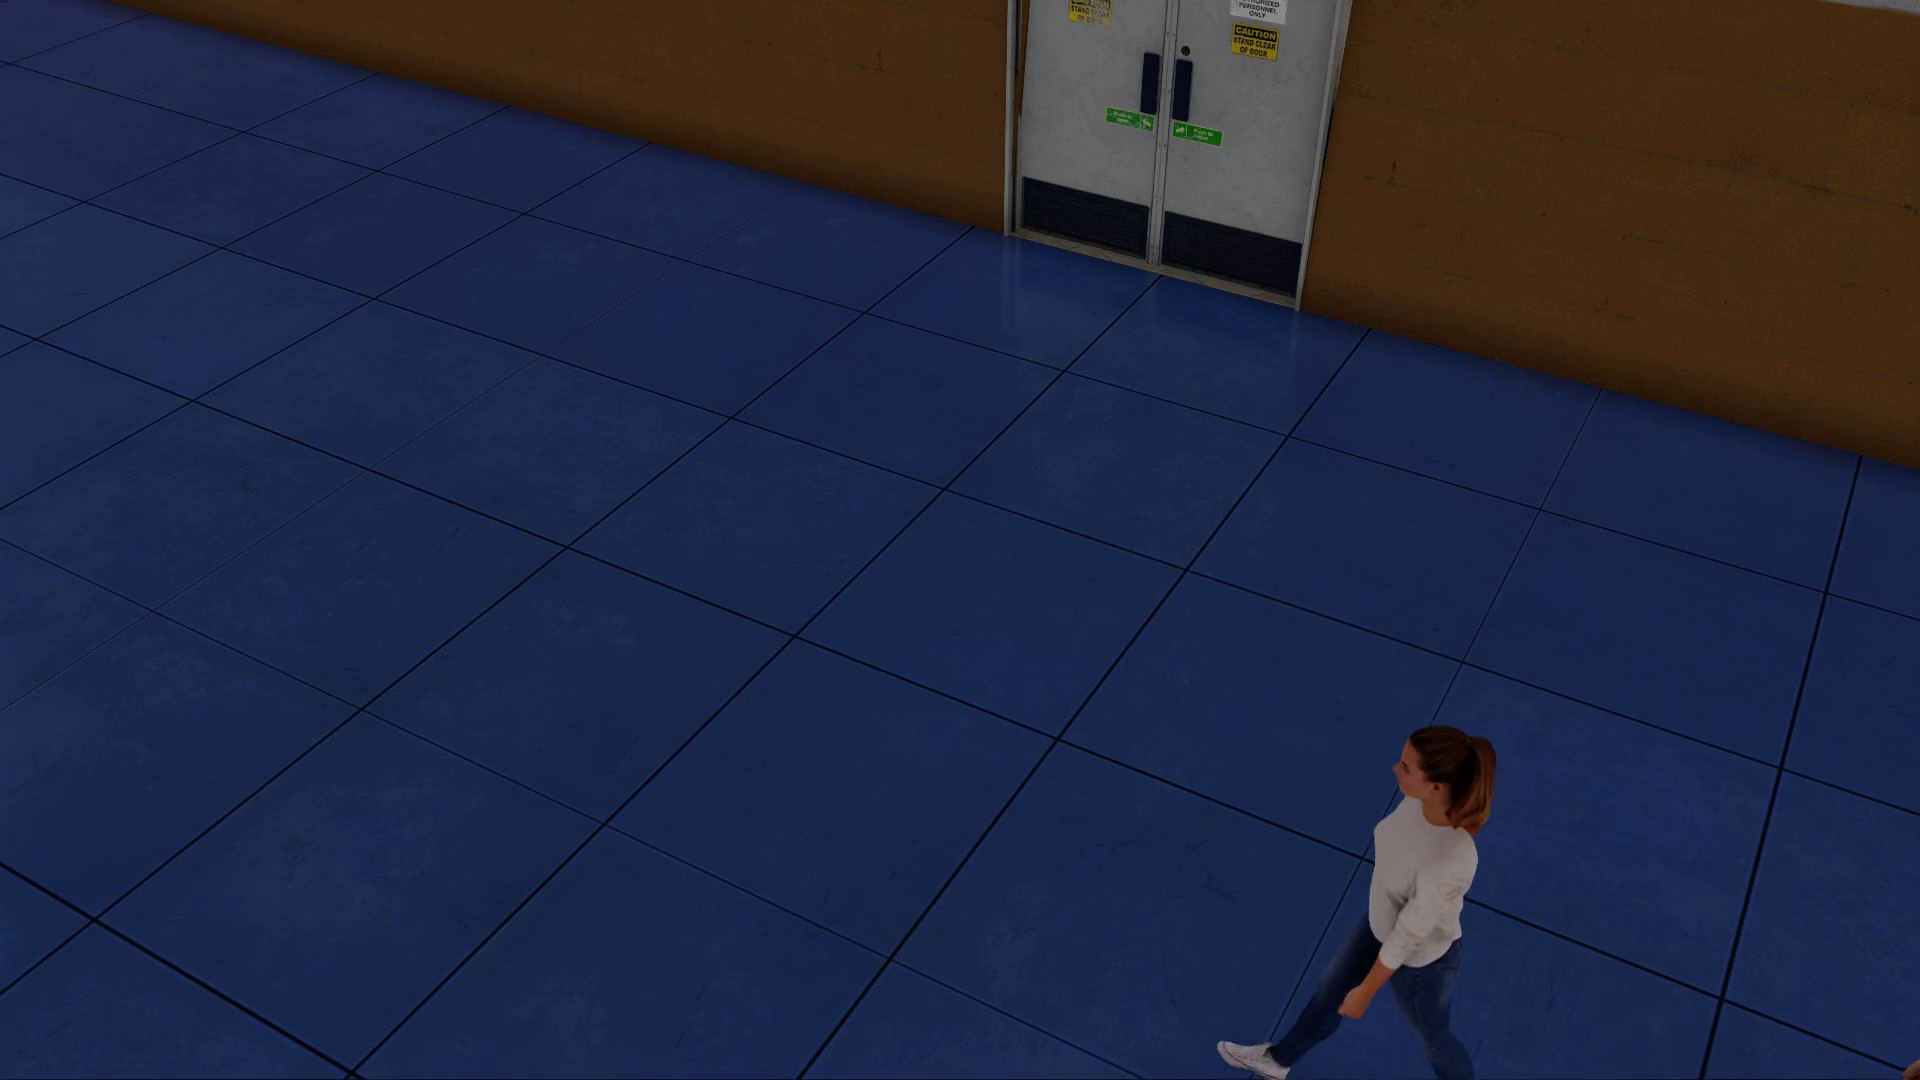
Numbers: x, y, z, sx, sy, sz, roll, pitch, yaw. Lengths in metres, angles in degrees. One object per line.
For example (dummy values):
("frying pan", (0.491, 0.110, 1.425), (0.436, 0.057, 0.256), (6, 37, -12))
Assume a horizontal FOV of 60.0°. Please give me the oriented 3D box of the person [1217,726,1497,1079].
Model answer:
("person", (1.446, 1.257, 5.024), (0.977, 1.674, 1.118), (4, 37, 5))
